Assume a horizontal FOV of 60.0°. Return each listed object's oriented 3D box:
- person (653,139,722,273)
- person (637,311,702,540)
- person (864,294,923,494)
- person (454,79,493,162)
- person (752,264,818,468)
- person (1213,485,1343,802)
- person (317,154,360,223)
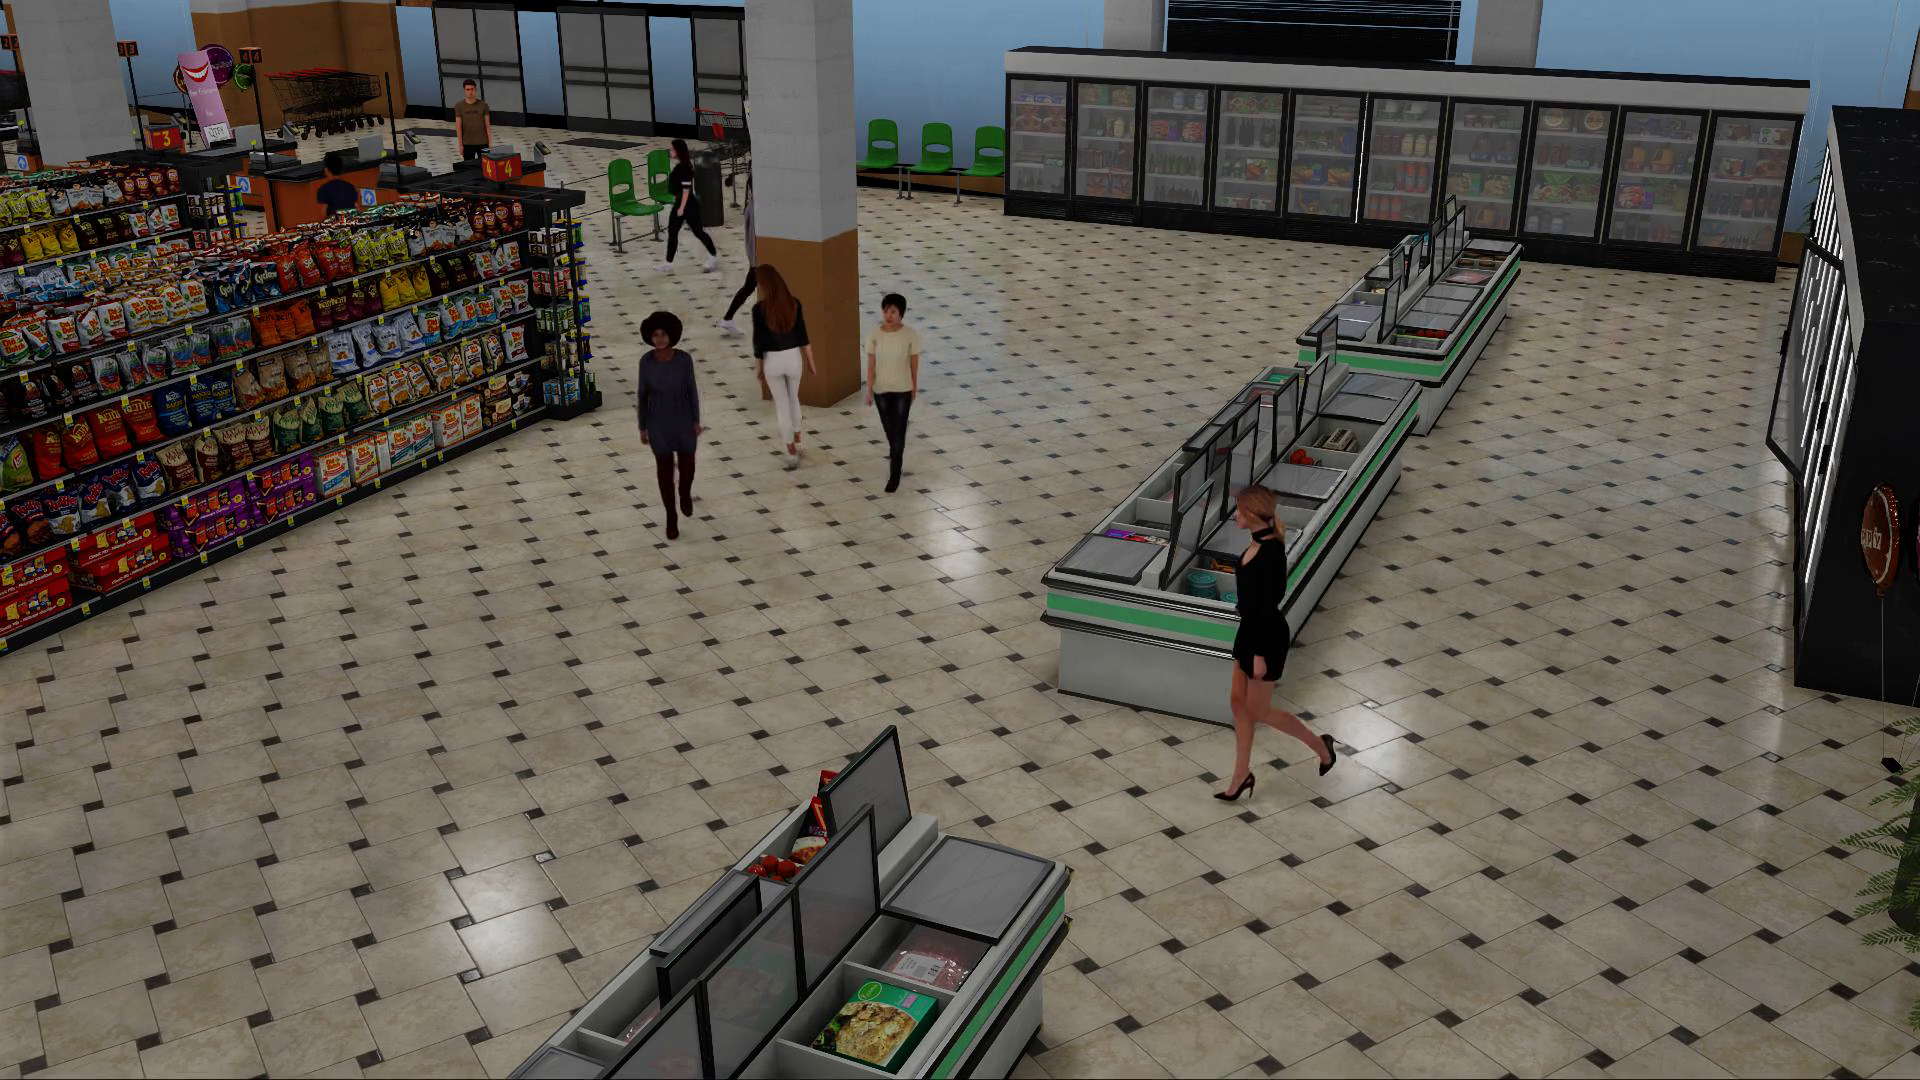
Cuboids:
[{"bbox_3d":[-3.286,-4.079,20.433,1.167,1.597,1.030,-11,24,-25],"label":"person"},{"bbox_3d":[-2.135,-0.863,12.295,0.761,1.698,0.826,-2,22,-5],"label":"person"},{"bbox_3d":[-0.531,-1.198,13.336,0.722,1.544,1.050,5,22,12],"label":"person"},{"bbox_3d":[-7.120,-5.819,24.424,0.731,1.852,0.806,-9,24,-22],"label":"person"},{"bbox_3d":[-1.446,-1.402,13.673,0.852,1.672,0.912,-6,23,-14],"label":"person"},{"bbox_3d":[1.636,0.574,8.676,0.913,1.729,0.947,-2,22,-5],"label":"person"},{"bbox_3d":[-6.771,-3.326,18.343,0.756,1.759,1.058,12,25,27],"label":"person"}]
